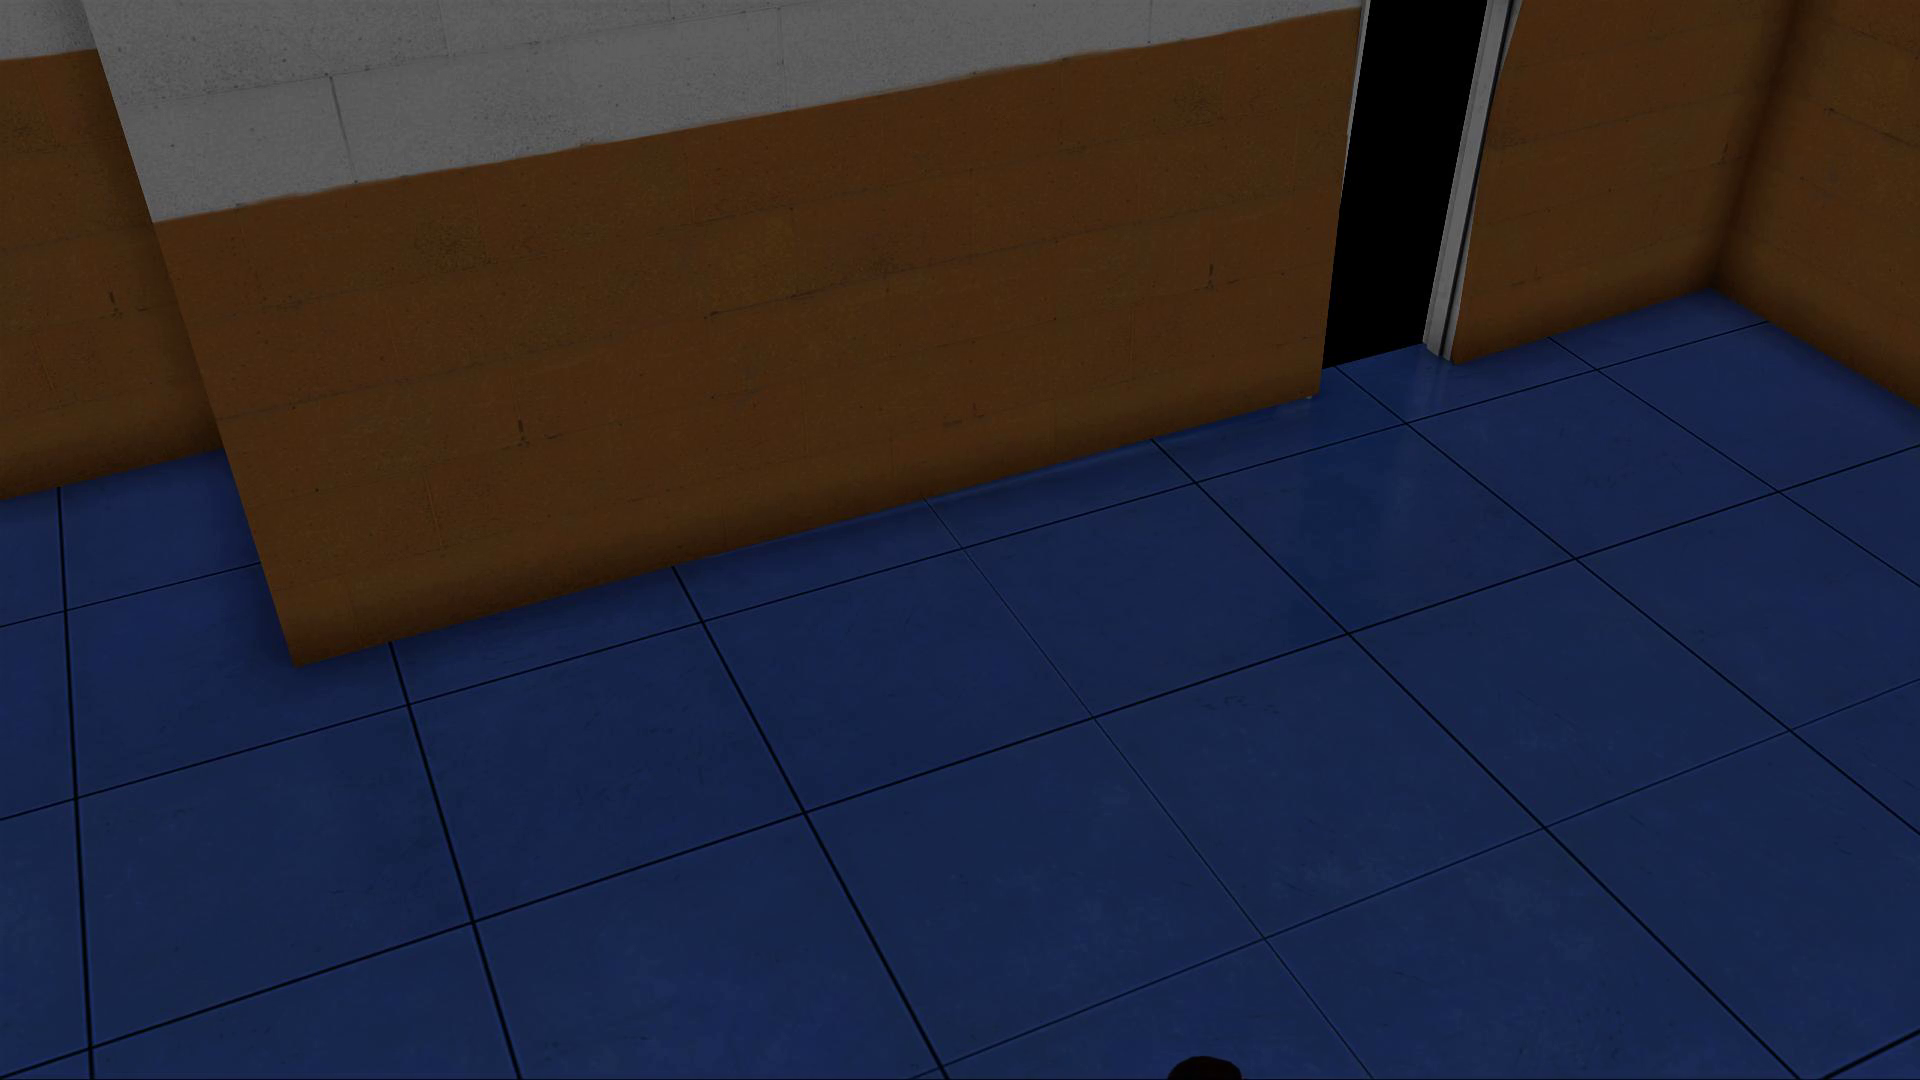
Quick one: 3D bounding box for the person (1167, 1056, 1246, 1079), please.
[{"bbox_3d":[0.564,1.881,4.290,0.706,1.683,0.570,-1,37,-2],"label":"person"}]
